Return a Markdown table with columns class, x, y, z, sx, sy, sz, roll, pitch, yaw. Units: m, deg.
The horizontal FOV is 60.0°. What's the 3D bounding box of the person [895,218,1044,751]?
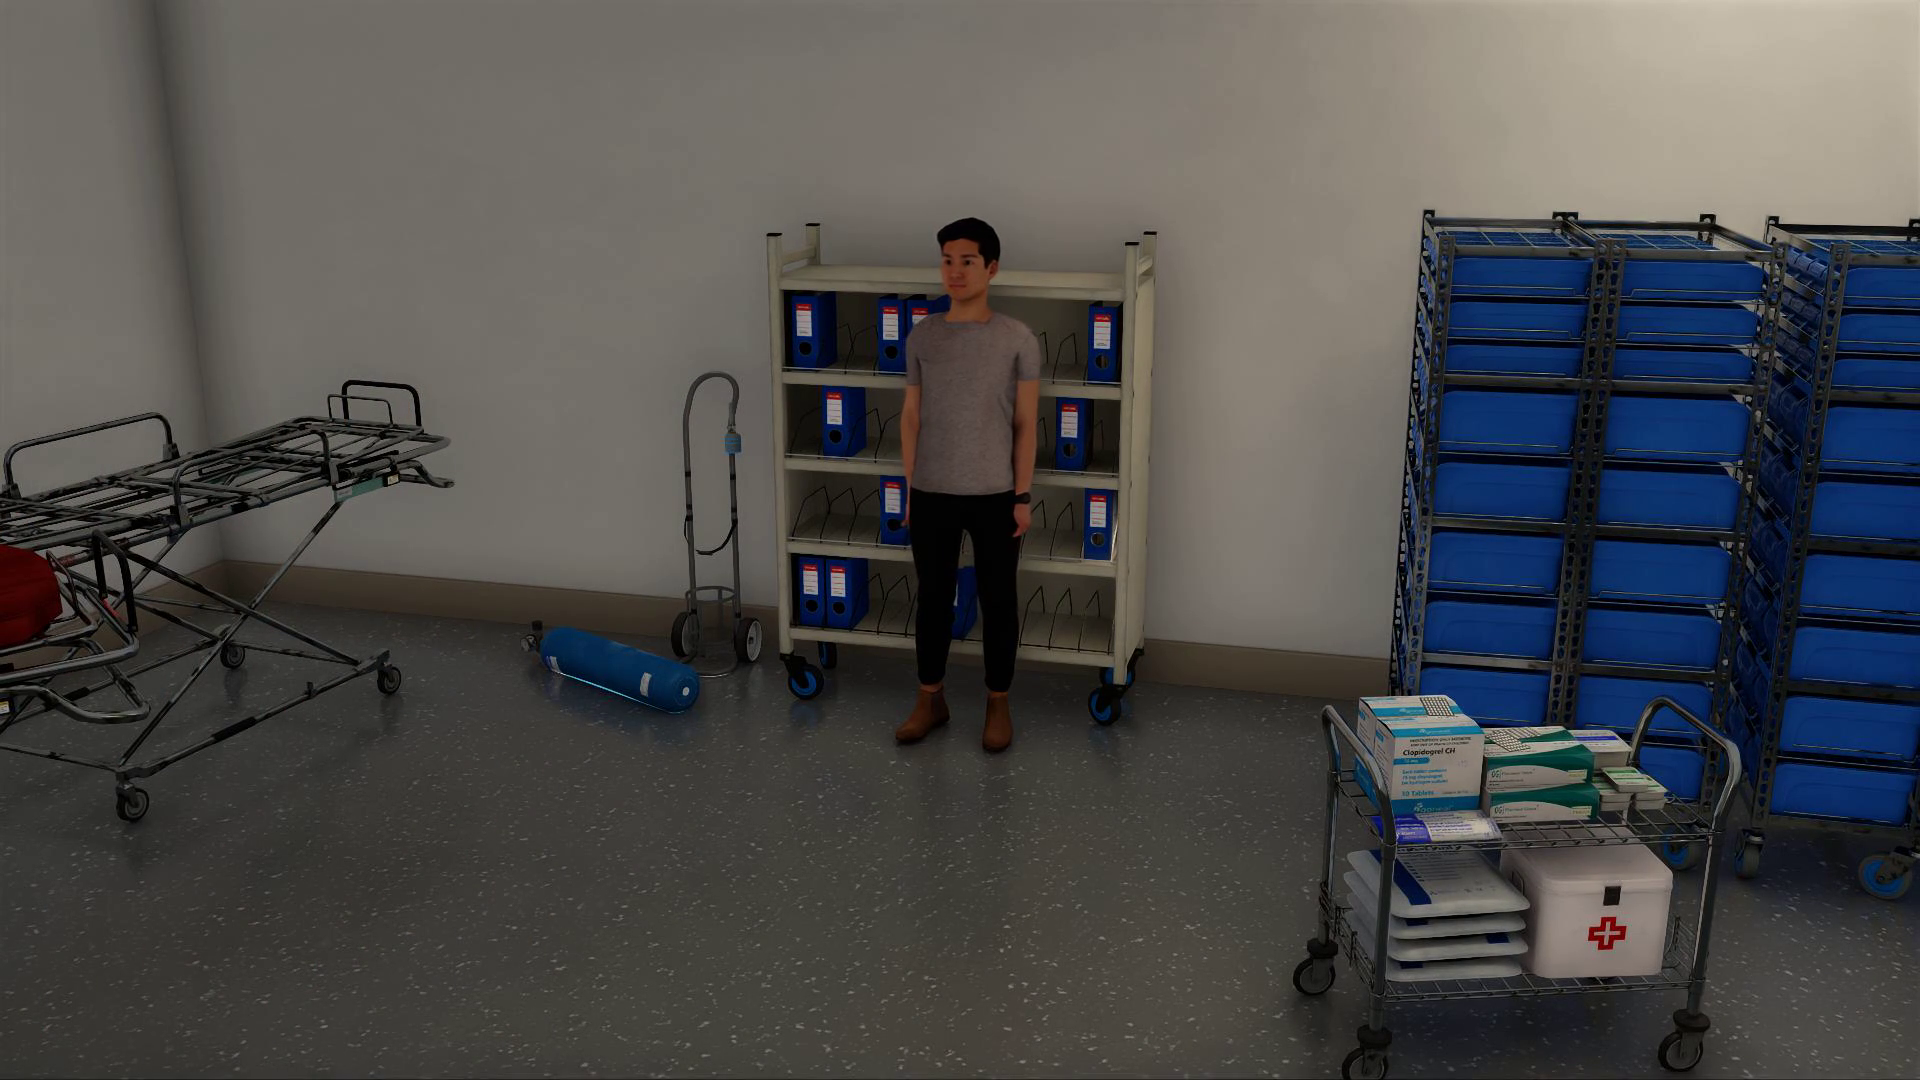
| class | x | y | z | sx | sy | sz | roll | pitch | yaw |
| --- | --- | --- | --- | --- | --- | --- | --- | --- | --- |
| person | 0.028 | -0.178 | 5.376 | 0.598 | 1.723 | 0.521 | 5 | 16 | 16 |
